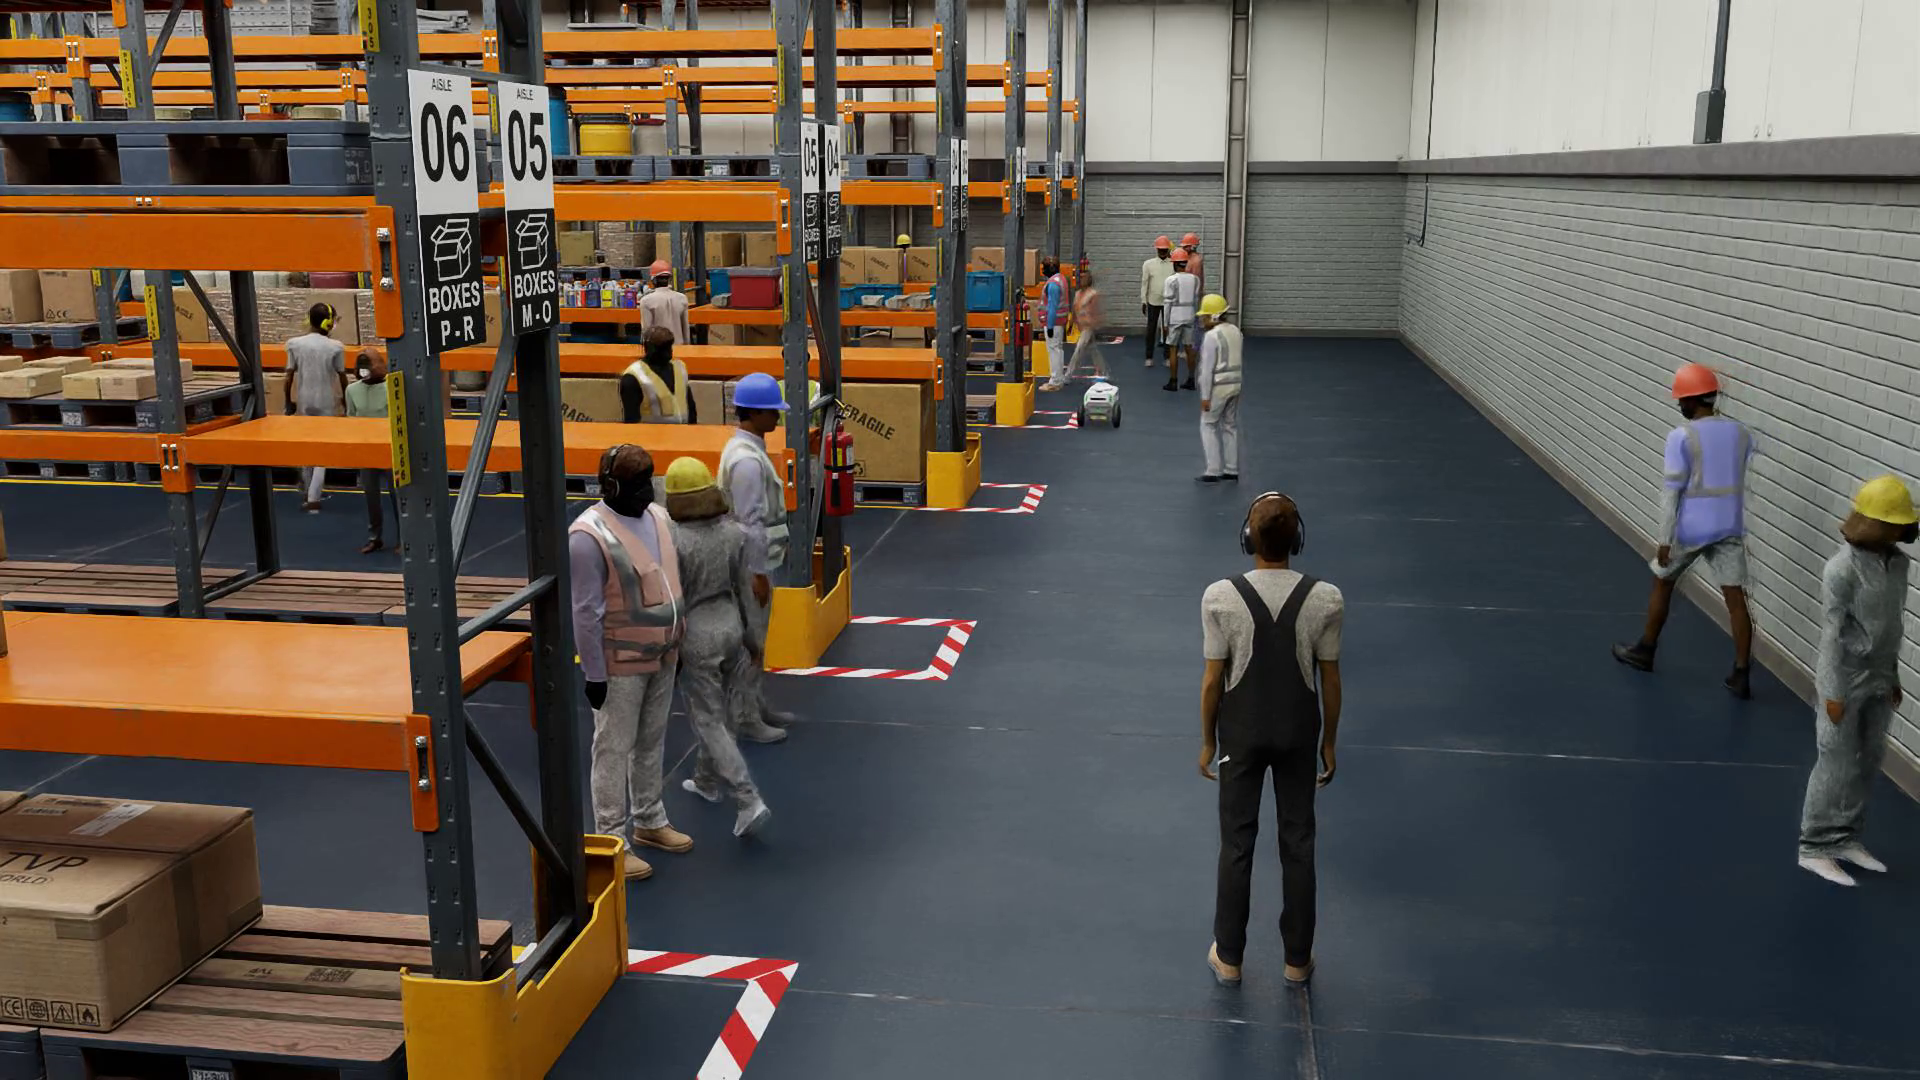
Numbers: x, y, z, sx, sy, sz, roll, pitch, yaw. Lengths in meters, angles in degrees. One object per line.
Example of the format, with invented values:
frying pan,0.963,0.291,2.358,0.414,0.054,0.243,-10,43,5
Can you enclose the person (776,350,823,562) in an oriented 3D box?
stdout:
person,-1.234,-0.661,12.661,0.532,1.690,0.322,1,13,3

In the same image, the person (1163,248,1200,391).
person,2.987,-2.993,22.654,0.545,1.927,0.391,-6,14,-25

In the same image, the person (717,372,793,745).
person,-1.063,0.094,8.671,0.403,1.945,0.620,-2,13,-8

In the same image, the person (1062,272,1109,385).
person,1.738,-2.951,23.242,0.899,1.578,0.565,-5,14,-23

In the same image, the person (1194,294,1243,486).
person,2.461,-1.422,15.796,0.426,1.819,0.676,10,16,37

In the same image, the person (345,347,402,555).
person,-4.520,-0.686,12.917,0.495,1.624,0.284,2,13,9

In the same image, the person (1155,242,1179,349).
person,3.504,-4.120,27.991,0.403,1.818,0.598,-11,17,-42

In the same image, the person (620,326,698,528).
person,-2.353,-0.756,12.825,0.829,1.812,0.667,9,16,36

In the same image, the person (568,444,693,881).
person,-1.380,0.500,7.067,0.429,1.842,0.636,6,14,24

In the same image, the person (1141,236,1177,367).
person,3.074,-3.637,25.400,0.622,1.990,0.402,-1,13,-3

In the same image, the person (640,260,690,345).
person,-3.277,-2.095,18.433,0.621,1.992,0.397,-11,17,-40

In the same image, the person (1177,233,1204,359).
person,3.678,-3.883,26.534,0.406,1.986,0.613,-1,13,-4

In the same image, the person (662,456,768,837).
person,-1.112,0.470,7.543,0.494,1.704,0.824,-11,17,-42

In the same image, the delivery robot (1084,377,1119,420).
delivery robot,1.671,-1.677,19.610,0.477,0.478,0.707,3,13,12

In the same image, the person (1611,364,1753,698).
person,4.275,-0.068,9.613,0.579,1.863,0.876,-2,13,-9

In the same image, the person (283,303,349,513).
person,-5.641,-1.175,14.672,0.579,1.824,0.685,1,13,3

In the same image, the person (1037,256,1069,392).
person,1.259,-2.939,22.619,0.428,1.836,0.625,3,13,13

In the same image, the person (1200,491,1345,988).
person,1.114,0.729,6.025,0.507,1.847,0.346,1,13,5

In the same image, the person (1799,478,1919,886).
person,3.774,0.592,6.944,0.524,1.727,0.324,-7,14,-28
